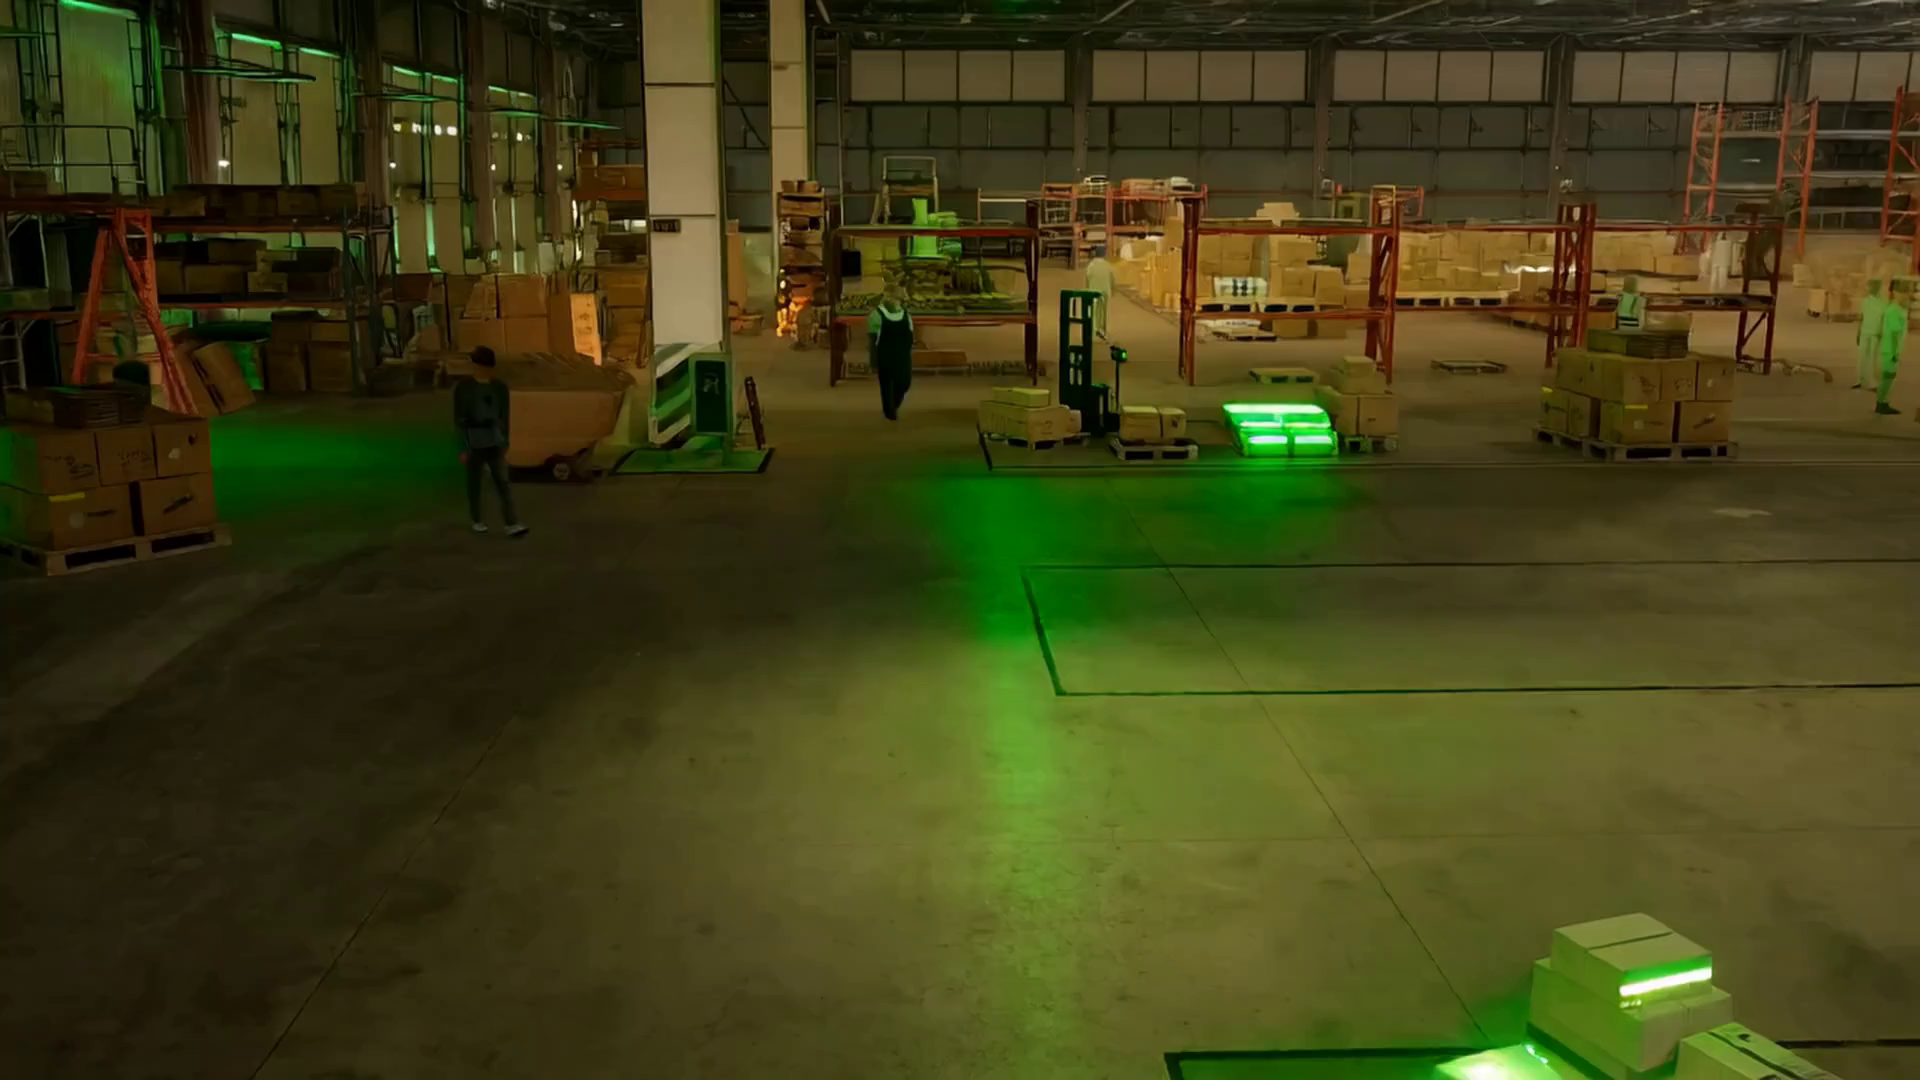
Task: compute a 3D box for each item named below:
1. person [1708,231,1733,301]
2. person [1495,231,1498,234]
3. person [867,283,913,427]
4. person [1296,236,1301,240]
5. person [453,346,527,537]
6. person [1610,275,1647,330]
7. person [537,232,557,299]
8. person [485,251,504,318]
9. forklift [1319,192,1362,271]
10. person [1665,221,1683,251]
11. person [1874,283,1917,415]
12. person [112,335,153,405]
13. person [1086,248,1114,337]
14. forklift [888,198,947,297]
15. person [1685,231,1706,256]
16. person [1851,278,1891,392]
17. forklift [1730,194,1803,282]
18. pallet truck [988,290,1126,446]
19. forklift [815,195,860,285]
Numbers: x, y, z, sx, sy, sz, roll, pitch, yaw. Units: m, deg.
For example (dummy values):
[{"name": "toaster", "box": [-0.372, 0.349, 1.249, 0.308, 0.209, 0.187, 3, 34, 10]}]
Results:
[{"name": "person", "box": [21.096, -7.596, 46.164, 0.632, 1.940, 0.372, 8, 15, 33]}, {"name": "person", "box": [17.332, -9.284, 54.058, 0.644, 1.821, 0.786, -5, 14, -22]}, {"name": "person", "box": [-0.967, -2.628, 23.497, 0.691, 2.000, 0.663, -5, 13, -22]}, {"name": "person", "box": [10.286, -8.824, 51.818, 0.672, 1.884, 1.015, 2, 13, 7]}, {"name": "person", "box": [-4.636, -0.951, 16.296, 0.610, 1.872, 0.978, -9, 16, -36]}, {"name": "person", "box": [11.348, -3.578, 28.276, 1.013, 1.827, 0.604, -5, 14, -22]}, {"name": "person", "box": [-11.558, -7.645, 46.461, 0.605, 1.903, 0.741, 1, 13, 3]}, {"name": "person", "box": [-11.469, -6.266, 40.866, 0.515, 1.633, 0.312, 10, 16, 38]}, {"name": "forklift", "box": [13.977, -11.168, 60.145, 1.873, 2.768, 1.129, -11, 17, -42]}, {"name": "person", "box": [23.655, -9.656, 55.457, 0.751, 1.944, 0.779, 0, 12, 1]}, {"name": "person", "box": [13.863, -2.825, 24.629, 0.378, 1.932, 0.551, 5, 13, 20]}, {"name": "person", "box": [-8.800, -1.274, 17.829, 0.447, 1.848, 0.506, 6, 14, 26]}, {"name": "person", "box": [3.049, -5.425, 36.441, 0.636, 1.905, 0.802, -1, 13, -4]}, {"name": "forklift", "box": [-1.084, -8.174, 46.624, 1.873, 2.768, 1.129, 0, 12, -2]}, {"name": "person", "box": [24.556, -9.633, 55.442, 0.694, 1.889, 0.848, -3, 13, -15]}, {"name": "person", "box": [14.931, -3.359, 27.228, 0.334, 1.861, 0.501, -6, 14, -27]}, {"name": "forklift", "box": [26.505, -9.903, 54.432, 1.873, 2.768, 1.129, 11, 17, 42]}, {"name": "pallet truck", "box": [1.257, -2.299, 22.111, 1.885, 1.965, 0.823, -9, 15, -35]}, {"name": "forklift", "box": [-4.210, -9.443, 52.354, 1.873, 2.768, 1.129, -7, 14, -28]}]
